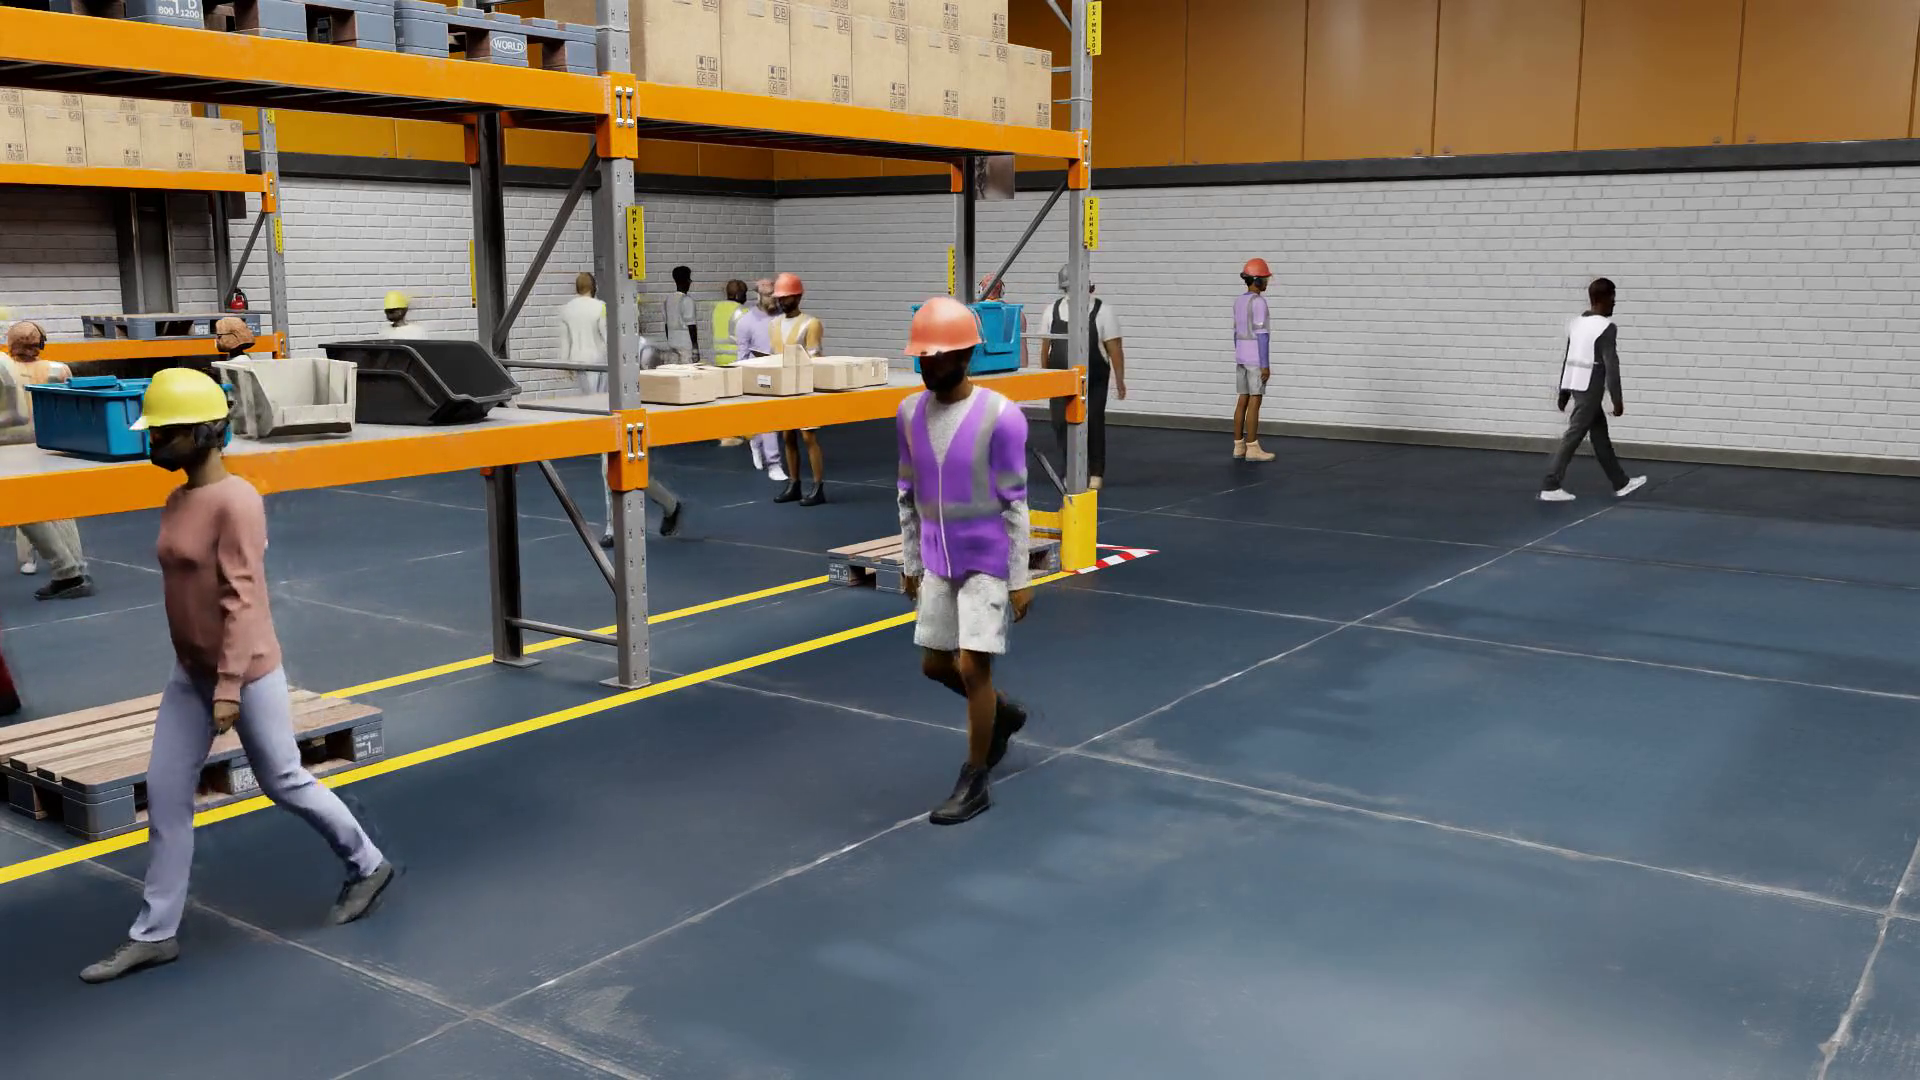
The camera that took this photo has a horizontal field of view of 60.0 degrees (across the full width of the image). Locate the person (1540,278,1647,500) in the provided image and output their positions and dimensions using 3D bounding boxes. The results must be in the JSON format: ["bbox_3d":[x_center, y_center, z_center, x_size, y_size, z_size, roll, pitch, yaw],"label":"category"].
[{"bbox_3d":[5.388,-1.255,14.014,1.013,1.866,0.619,-1,10,-7],"label":"person"}]

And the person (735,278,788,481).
[{"bbox_3d":[-1.803,-1.514,15.558,0.635,1.873,0.831,-8,12,-38],"label":"person"}]

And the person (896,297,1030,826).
[{"bbox_3d":[0.054,0.063,6.098,0.557,1.908,0.727,7,12,34],"label":"person"}]

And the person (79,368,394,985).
[{"bbox_3d":[-2.103,0.357,4.837,0.532,1.728,0.876,8,12,38],"label":"person"}]

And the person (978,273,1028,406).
[{"bbox_3d":[0.294,-1.447,15.050,0.636,1.911,0.406,-1,10,-6],"label":"person"}]

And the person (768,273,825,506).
[{"bbox_3d":[-1.372,-1.235,13.762,0.556,1.925,0.418,7,12,37],"label":"person"}]

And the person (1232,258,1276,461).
[{"bbox_3d":[2.985,-1.824,16.884,0.365,2.048,0.607,-3,10,-17],"label":"person"}]

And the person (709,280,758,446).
[{"bbox_3d":[-2.380,-1.956,18.379,0.651,1.807,0.866,9,13,44],"label":"person"}]

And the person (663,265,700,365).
[{"bbox_3d":[-3.408,-2.394,20.517,0.361,1.965,0.612,-9,13,-42],"label":"person"}]

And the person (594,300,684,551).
[{"bbox_3d":[-2.307,-0.837,11.696,0.599,1.813,0.620,8,12,40],"label":"person"}]

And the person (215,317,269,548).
[{"bbox_3d":[-5.050,-0.744,11.677,0.269,1.632,0.509,-4,11,-25],"label":"person"}]

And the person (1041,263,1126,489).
[{"bbox_3d":[1.065,-1.431,14.560,0.816,2.000,0.760,3,10,17],"label":"person"}]

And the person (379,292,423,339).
[{"bbox_3d":[-5.439,-1.567,16.314,0.534,1.724,0.890,4,10,20],"label":"person"}]

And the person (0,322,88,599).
[{"bbox_3d":[-5.710,-0.505,9.832,0.925,1.790,0.612,-4,10,-24],"label":"person"}]

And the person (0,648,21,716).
[{"bbox_3d":[-4.516,-0.009,7.053,0.526,1.719,0.912,6,11,30],"label":"person"}]

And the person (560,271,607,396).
[{"bbox_3d":[-3.967,-1.869,17.557,0.636,1.916,0.765,5,11,30],"label":"person"}]

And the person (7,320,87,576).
[{"bbox_3d":[-5.952,-0.587,10.724,0.515,1.641,0.314,-3,10,-19],"label":"person"}]
